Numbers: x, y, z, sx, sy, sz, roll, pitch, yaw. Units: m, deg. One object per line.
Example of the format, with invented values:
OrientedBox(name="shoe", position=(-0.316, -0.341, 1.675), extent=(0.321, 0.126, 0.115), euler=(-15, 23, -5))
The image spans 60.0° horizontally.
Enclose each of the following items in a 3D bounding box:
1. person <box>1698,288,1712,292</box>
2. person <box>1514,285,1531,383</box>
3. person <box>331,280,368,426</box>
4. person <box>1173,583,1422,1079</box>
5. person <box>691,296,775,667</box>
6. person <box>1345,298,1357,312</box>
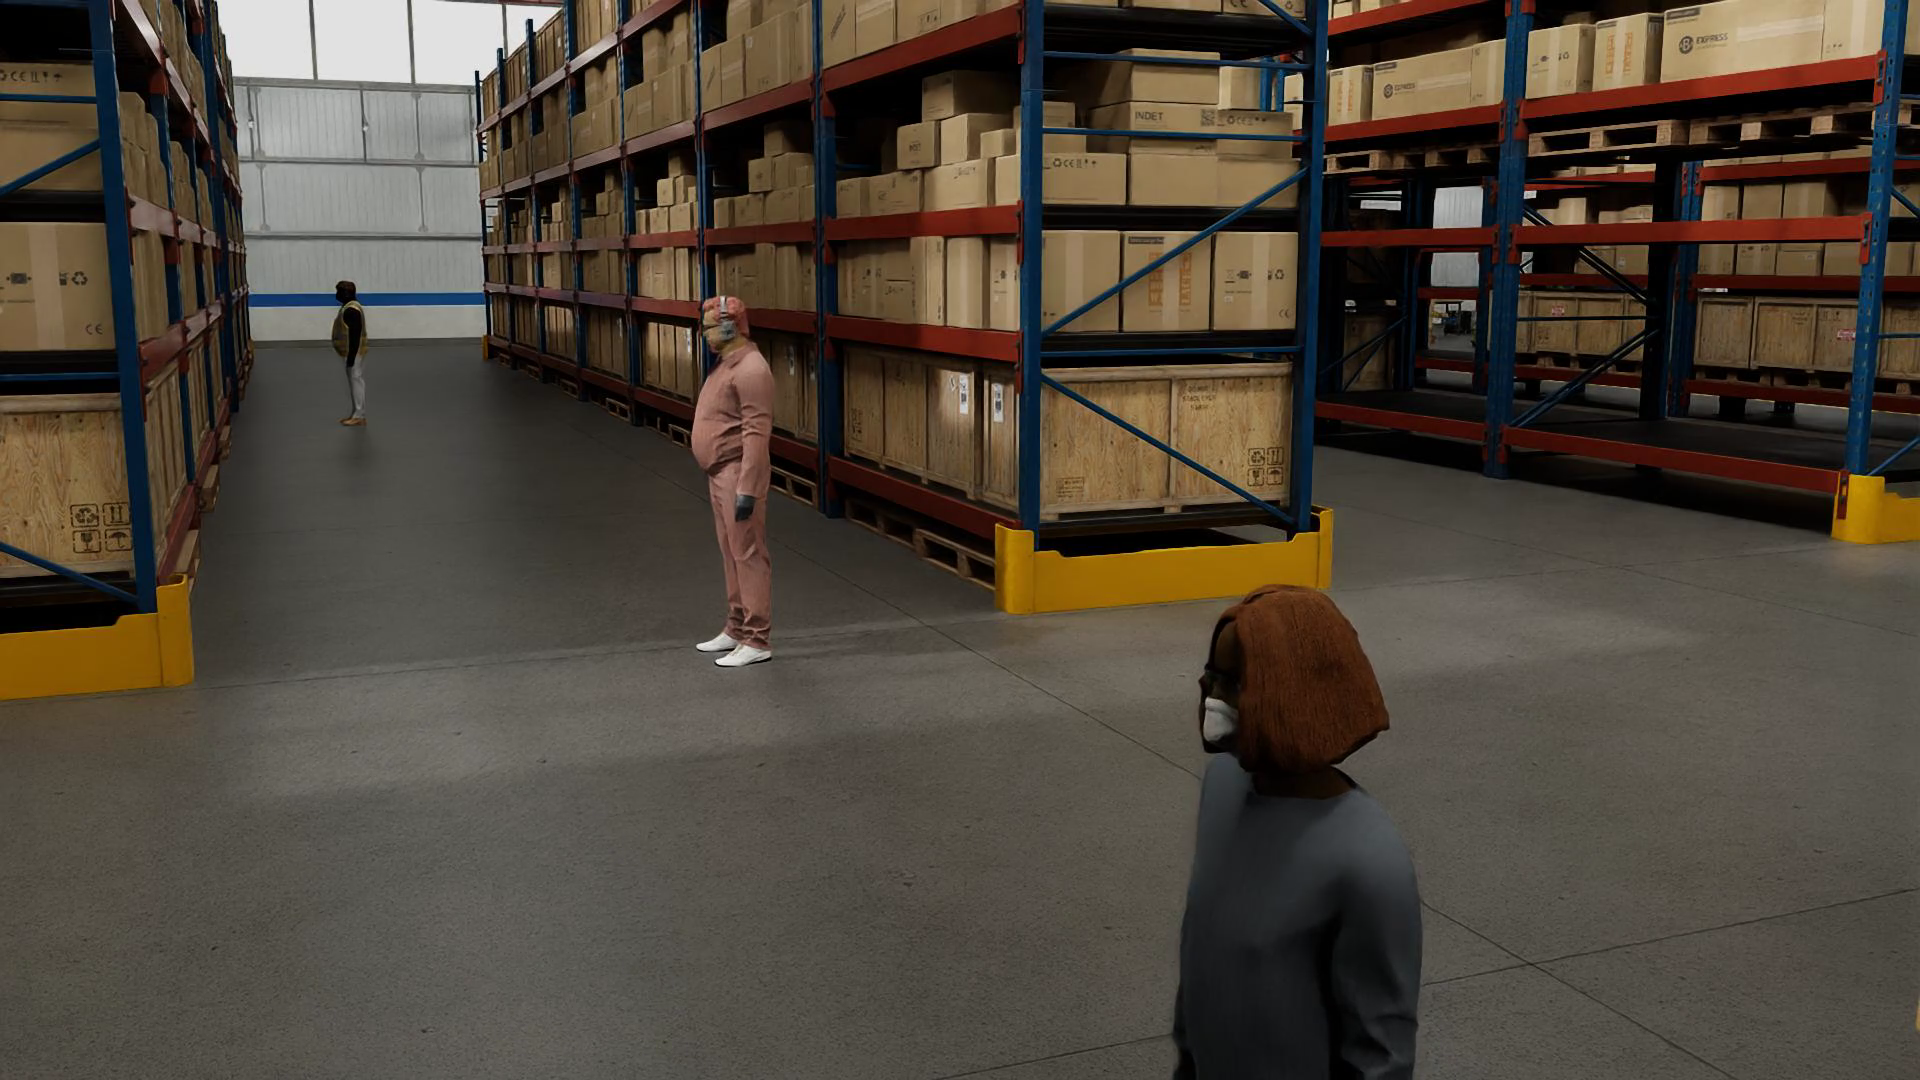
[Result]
OrientedBox(name="person", position=(19.803, -6.213, 44.578), extent=(0.573, 1.702, 0.883), euler=(6, 11, 32))
OrientedBox(name="person", position=(9.810, -3.614, 28.673), extent=(0.403, 1.822, 0.588), euler=(-4, 10, -21))
OrientedBox(name="person", position=(-7.767, -2.374, 21.185), extent=(0.429, 1.845, 0.620), euler=(-4, 10, -21))
OrientedBox(name="person", position=(0.448, 0.866, 2.398), extent=(0.278, 1.634, 0.499), euler=(-4, 10, -21))
OrientedBox(name="person", position=(-1.180, -0.302, 8.605), extent=(0.406, 1.902, 0.638), euler=(-4, 10, -21))
OrientedBox(name="person", position=(6.505, -3.505, 28.186), extent=(0.316, 1.769, 0.524), euler=(-4, 10, -21))
